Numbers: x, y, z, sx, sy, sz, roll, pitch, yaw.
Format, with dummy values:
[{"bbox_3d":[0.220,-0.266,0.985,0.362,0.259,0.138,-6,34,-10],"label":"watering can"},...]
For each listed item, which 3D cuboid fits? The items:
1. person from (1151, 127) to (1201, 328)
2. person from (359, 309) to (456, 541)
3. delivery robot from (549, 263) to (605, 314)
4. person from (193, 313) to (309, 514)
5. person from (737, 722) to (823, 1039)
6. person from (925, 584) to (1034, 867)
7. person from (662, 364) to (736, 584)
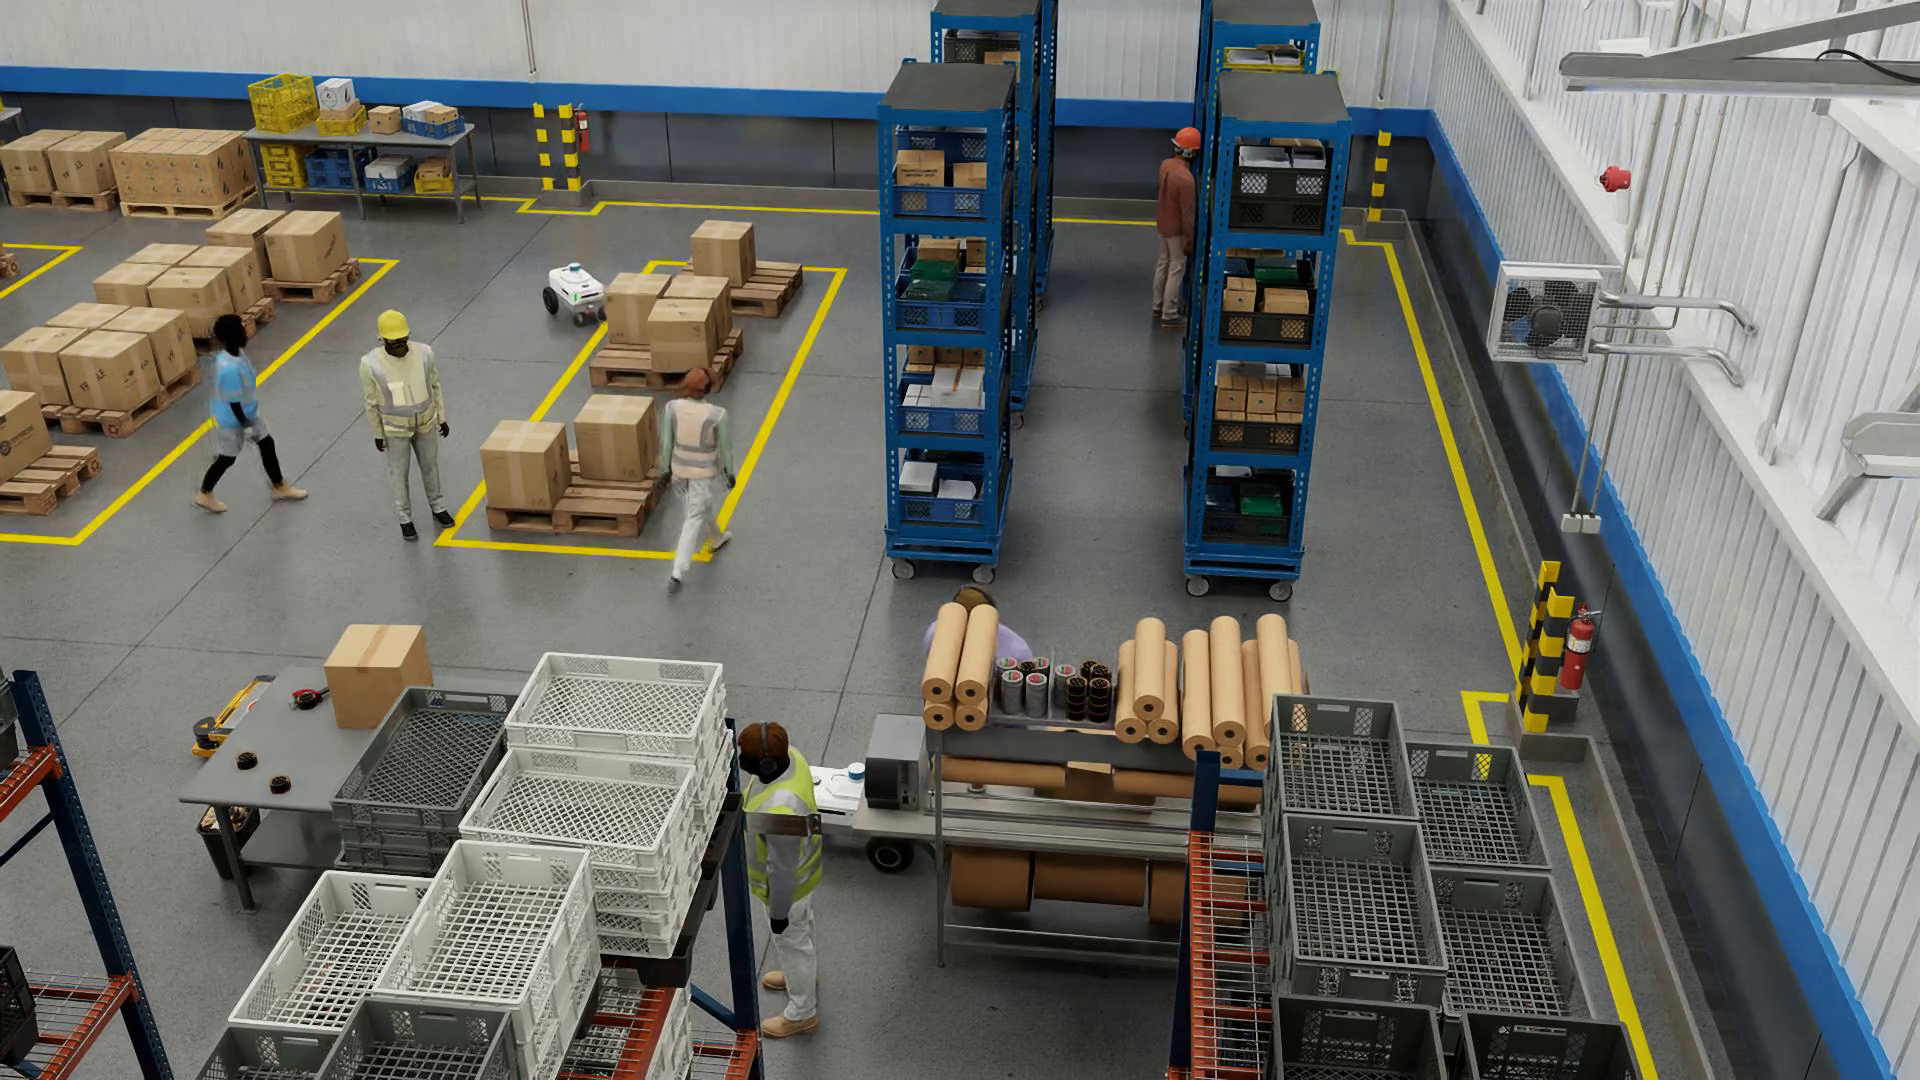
[{"bbox_3d":[2.119,-3.031,16.170,0.410,1.980,0.625,-10,32,-16],"label":"person"},{"bbox_3d":[-4.179,-0.889,12.629,0.588,1.835,0.403,-21,36,-31],"label":"person"},{"bbox_3d":[-3.824,-2.522,16.608,0.477,0.478,0.707,-18,35,-28],"label":"delivery robot"},{"bbox_3d":[-5.696,-0.976,12.942,0.811,1.657,0.534,-4,30,-7],"label":"person"},{"bbox_3d":[-0.893,1.660,8.259,0.431,1.837,0.628,-2,30,-4],"label":"person"},{"bbox_3d":[0.094,1.052,9.209,0.629,1.930,0.370,13,33,21],"label":"person"},{"bbox_3d":[-1.951,-0.475,12.174,0.519,1.580,0.887,13,33,21],"label":"person"}]
